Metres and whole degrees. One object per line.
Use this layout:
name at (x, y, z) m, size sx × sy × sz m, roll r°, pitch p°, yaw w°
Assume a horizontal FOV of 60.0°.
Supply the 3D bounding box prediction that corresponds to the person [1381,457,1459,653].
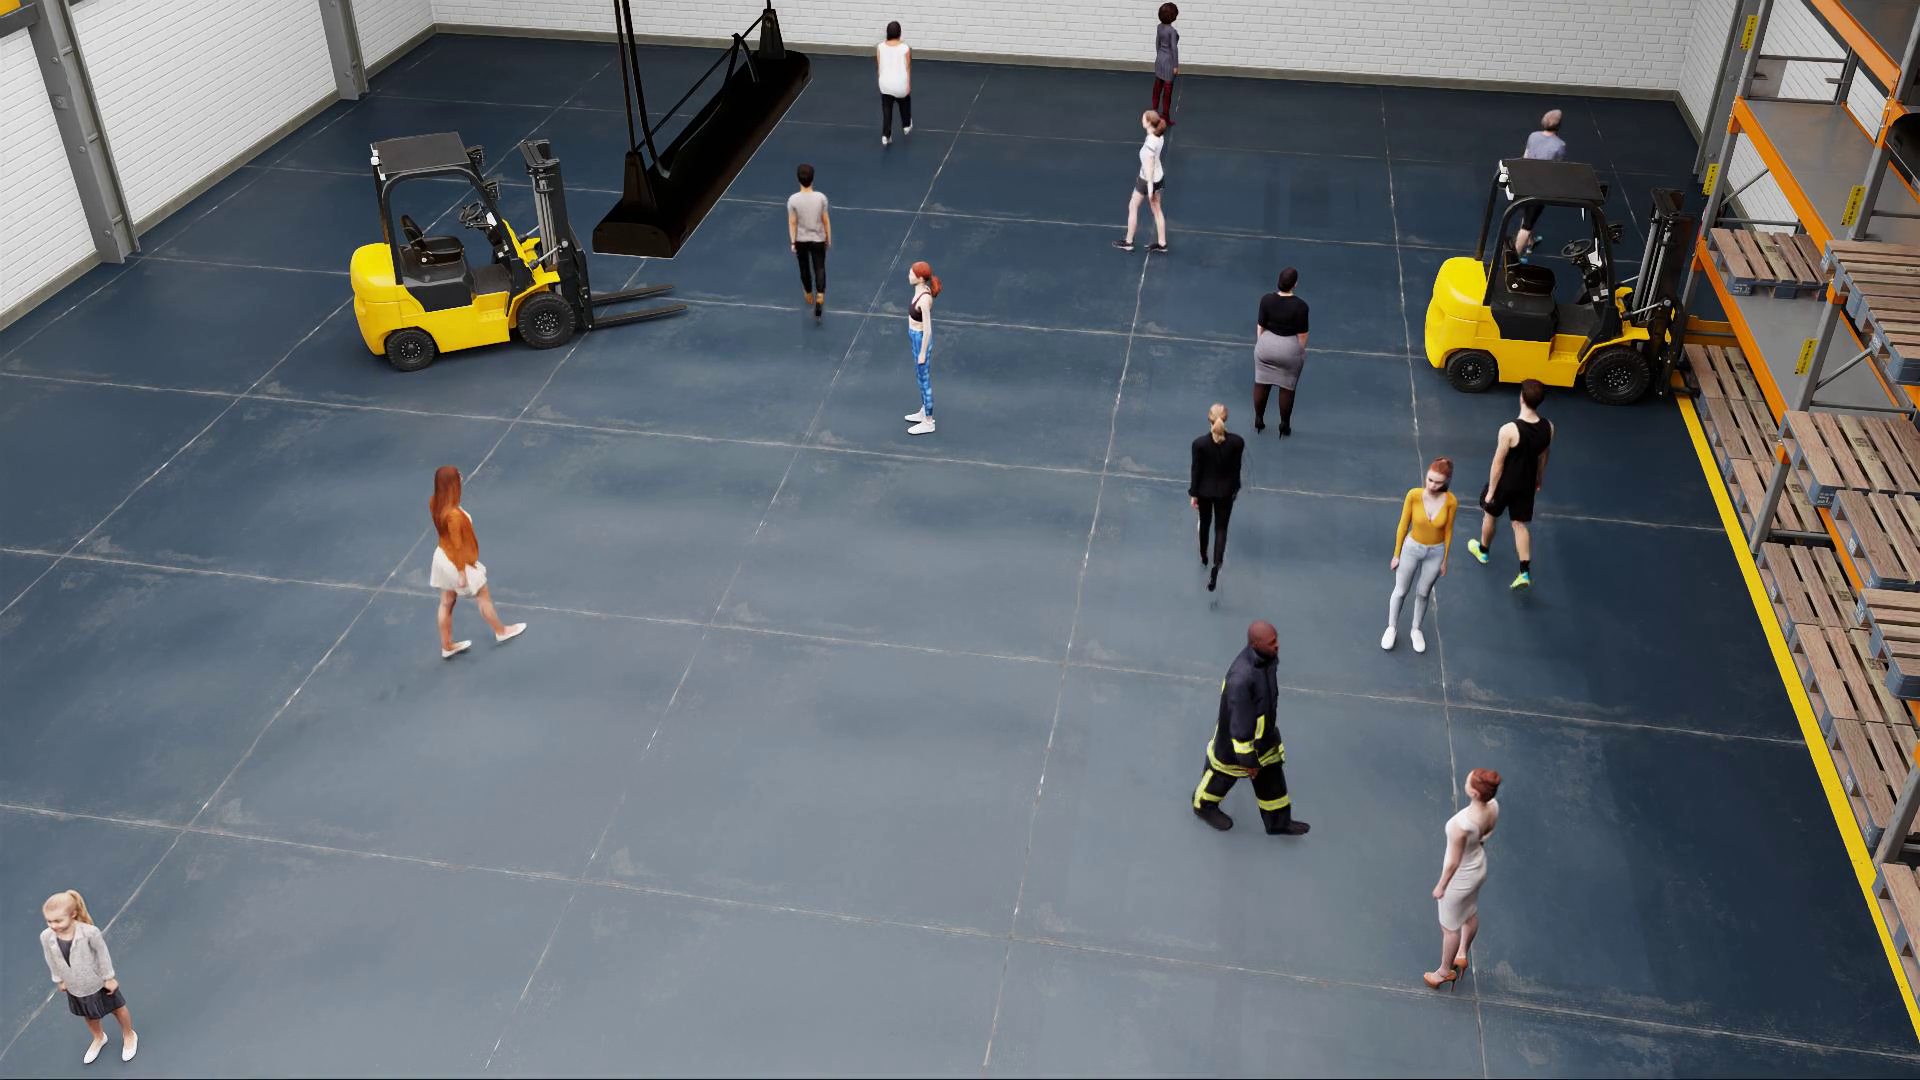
person at (3.674, 0.112, 13.230) m, size 0.578 × 1.748 × 0.502 m, roll 5°, pitch 34°, yaw 8°

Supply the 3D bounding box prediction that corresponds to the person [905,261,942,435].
person at (-0.378, -1.882, 16.197) m, size 0.706 × 1.785 × 0.609 m, roll -4°, pitch 34°, yaw -6°

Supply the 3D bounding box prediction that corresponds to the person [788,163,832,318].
person at (-1.659, -3.292, 18.397) m, size 0.788 × 1.700 × 1.071 m, roll -3°, pitch 34°, yaw -5°

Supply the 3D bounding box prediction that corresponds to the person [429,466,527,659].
person at (-4.059, 0.216, 13.128) m, size 1.038 × 1.689 × 0.932 m, roll -28°, pitch 43°, yaw -36°

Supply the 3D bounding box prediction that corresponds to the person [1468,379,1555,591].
person at (4.686, -0.434, 13.950) m, size 0.967 × 1.861 × 1.258 m, roll -6°, pitch 34°, yaw -9°

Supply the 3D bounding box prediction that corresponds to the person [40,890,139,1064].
person at (-5.208, 2.599, 9.916) m, size 0.560 × 1.276 × 0.581 m, roll -3°, pitch 34°, yaw -4°

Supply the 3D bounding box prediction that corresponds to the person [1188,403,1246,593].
person at (2.149, -0.335, 13.959) m, size 0.651 × 1.687 × 1.005 m, roll 2°, pitch 34°, yaw 3°

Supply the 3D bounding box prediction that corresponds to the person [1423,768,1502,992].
person at (3.096, 2.082, 10.228) m, size 0.619 × 1.792 × 0.699 m, roll -26°, pitch 42°, yaw -34°

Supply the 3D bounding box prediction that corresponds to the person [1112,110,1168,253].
person at (2.350, -4.236, 19.792) m, size 0.775 × 1.727 × 0.881 m, roll 15°, pitch 36°, yaw 21°

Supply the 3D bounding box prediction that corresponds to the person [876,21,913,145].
person at (-0.927, -6.269, 22.921) m, size 0.723 × 1.647 × 1.100 m, roll 9°, pitch 35°, yaw 14°

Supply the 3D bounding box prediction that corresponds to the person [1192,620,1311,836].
person at (1.868, 1.282, 11.436) m, size 1.095 × 1.787 × 1.153 m, roll 22°, pitch 40°, yaw 30°

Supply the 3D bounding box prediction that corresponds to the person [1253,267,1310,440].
person at (3.101, -1.815, 16.120) m, size 0.744 × 1.760 × 0.733 m, roll 17°, pitch 37°, yaw 24°

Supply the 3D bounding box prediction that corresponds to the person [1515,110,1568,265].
person at (6.671, -4.061, 19.417) m, size 1.170 × 1.849 × 1.094 m, roll -23°, pitch 40°, yaw -31°

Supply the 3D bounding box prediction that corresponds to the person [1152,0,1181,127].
person at (2.914, -6.749, 23.587) m, size 0.716 × 1.711 × 0.647 m, roll -19°, pitch 38°, yaw -26°
